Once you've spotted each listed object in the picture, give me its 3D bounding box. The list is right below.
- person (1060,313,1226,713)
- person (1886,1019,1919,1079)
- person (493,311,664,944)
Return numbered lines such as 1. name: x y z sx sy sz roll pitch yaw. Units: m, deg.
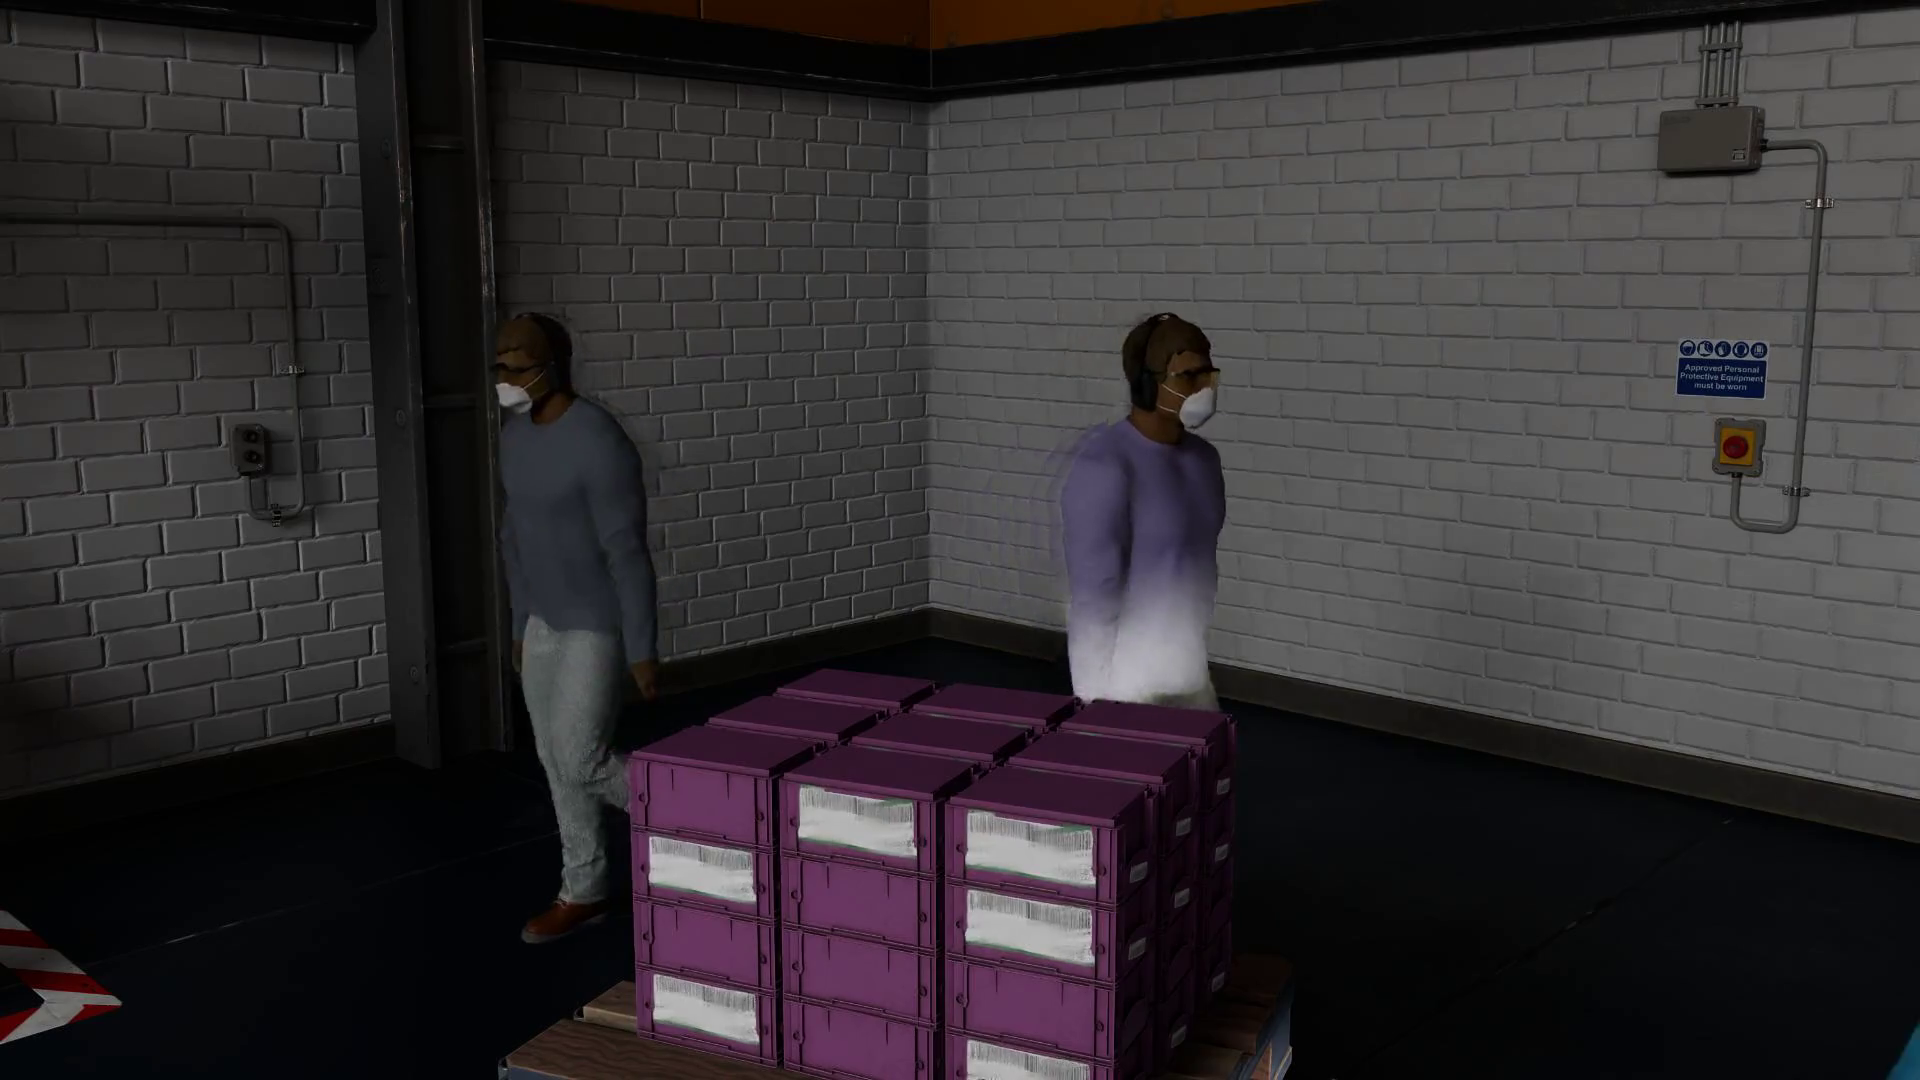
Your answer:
1. person: 0.422 0.380 4.279 0.639 1.924 0.633 7 12 38
2. person: 2.080 0.605 3.239 0.572 1.793 0.954 -8 12 -39
3. person: -1.104 0.268 5.002 0.567 1.911 0.635 -8 12 -41
